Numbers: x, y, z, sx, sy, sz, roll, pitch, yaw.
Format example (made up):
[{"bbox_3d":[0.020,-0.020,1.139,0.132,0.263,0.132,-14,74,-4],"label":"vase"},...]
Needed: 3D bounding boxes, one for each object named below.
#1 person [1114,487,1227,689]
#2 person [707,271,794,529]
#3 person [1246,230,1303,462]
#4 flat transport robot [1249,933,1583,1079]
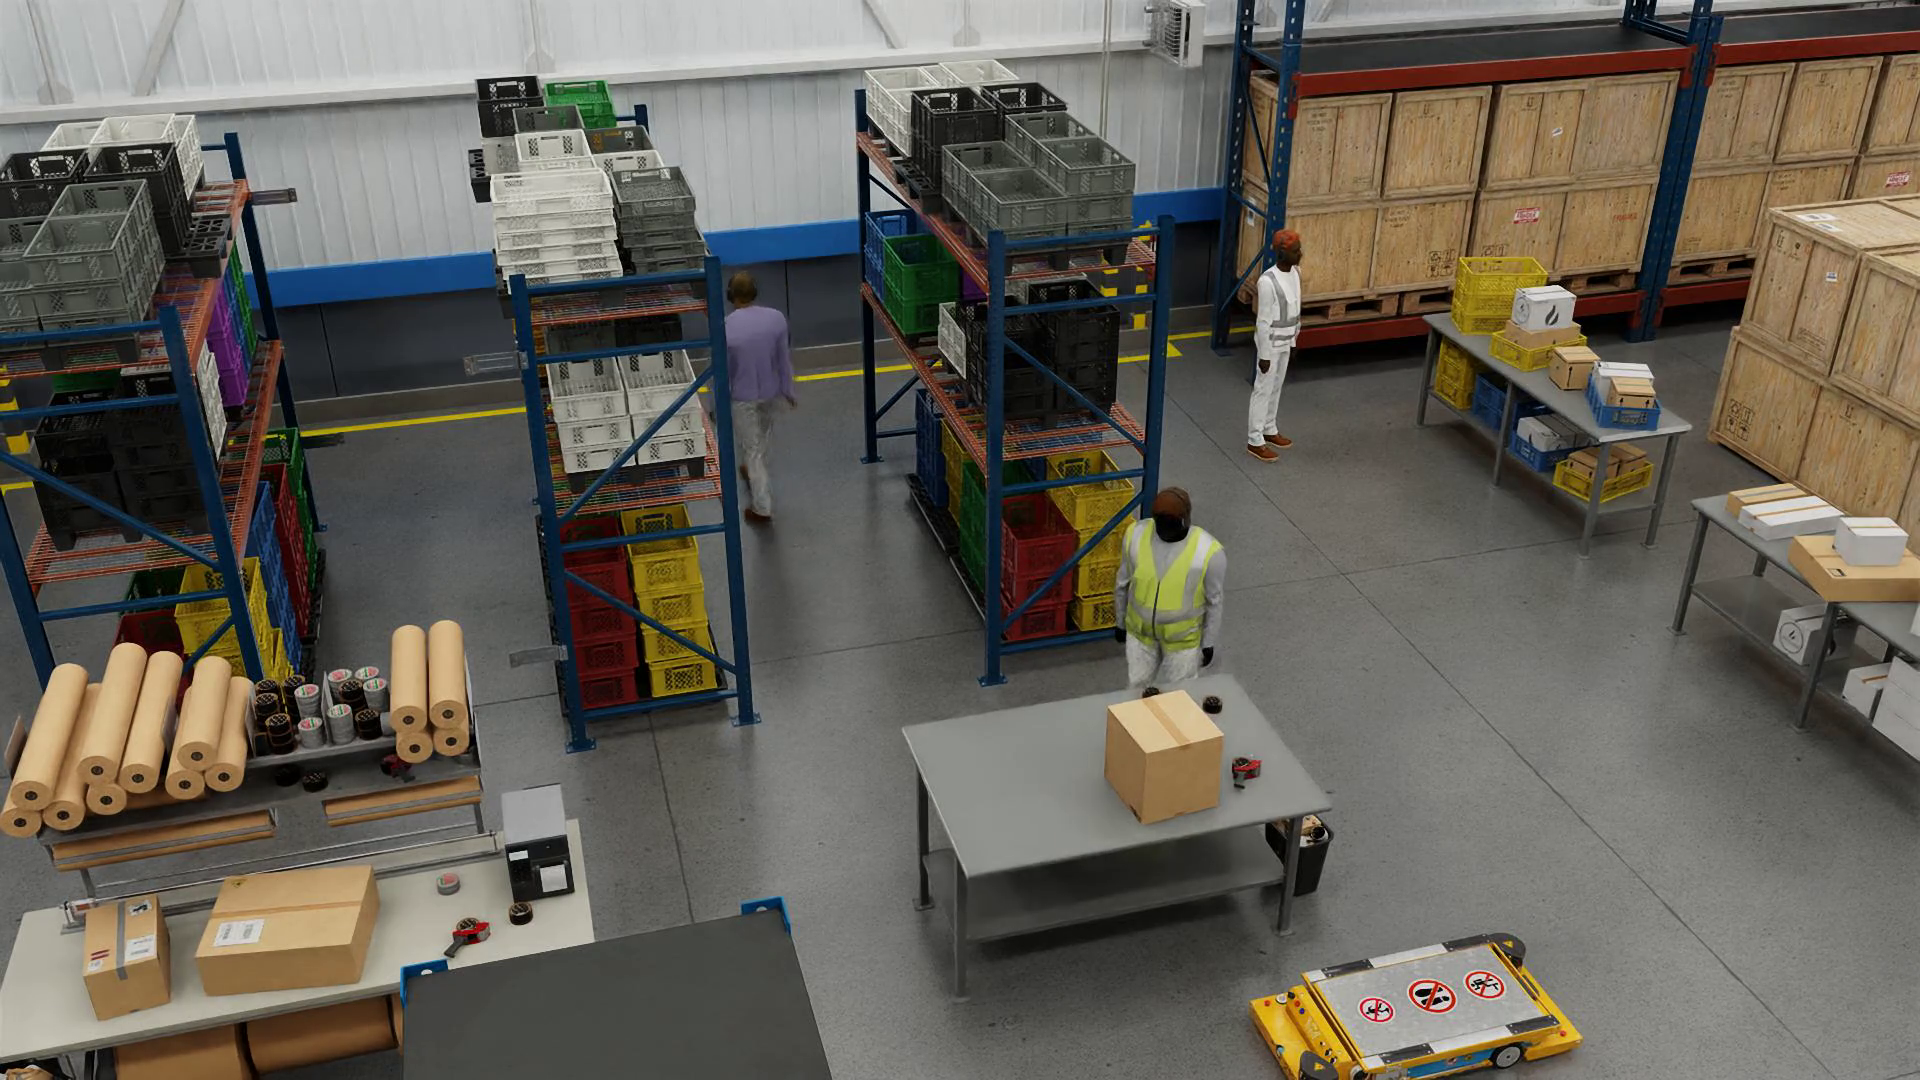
[{"bbox_3d":[1.172,0.524,9.562,0.633,1.839,0.429,13,31,23],"label":"person"},{"bbox_3d":[-1.612,-1.109,12.479,0.657,1.886,0.975,-18,33,-29],"label":"person"},{"bbox_3d":[2.538,-1.564,13.315,0.355,1.885,0.575,18,33,29],"label":"person"},{"bbox_3d":[2.184,2.282,7.980,1.431,0.197,0.652,-8,30,-14],"label":"flat transport robot"}]
